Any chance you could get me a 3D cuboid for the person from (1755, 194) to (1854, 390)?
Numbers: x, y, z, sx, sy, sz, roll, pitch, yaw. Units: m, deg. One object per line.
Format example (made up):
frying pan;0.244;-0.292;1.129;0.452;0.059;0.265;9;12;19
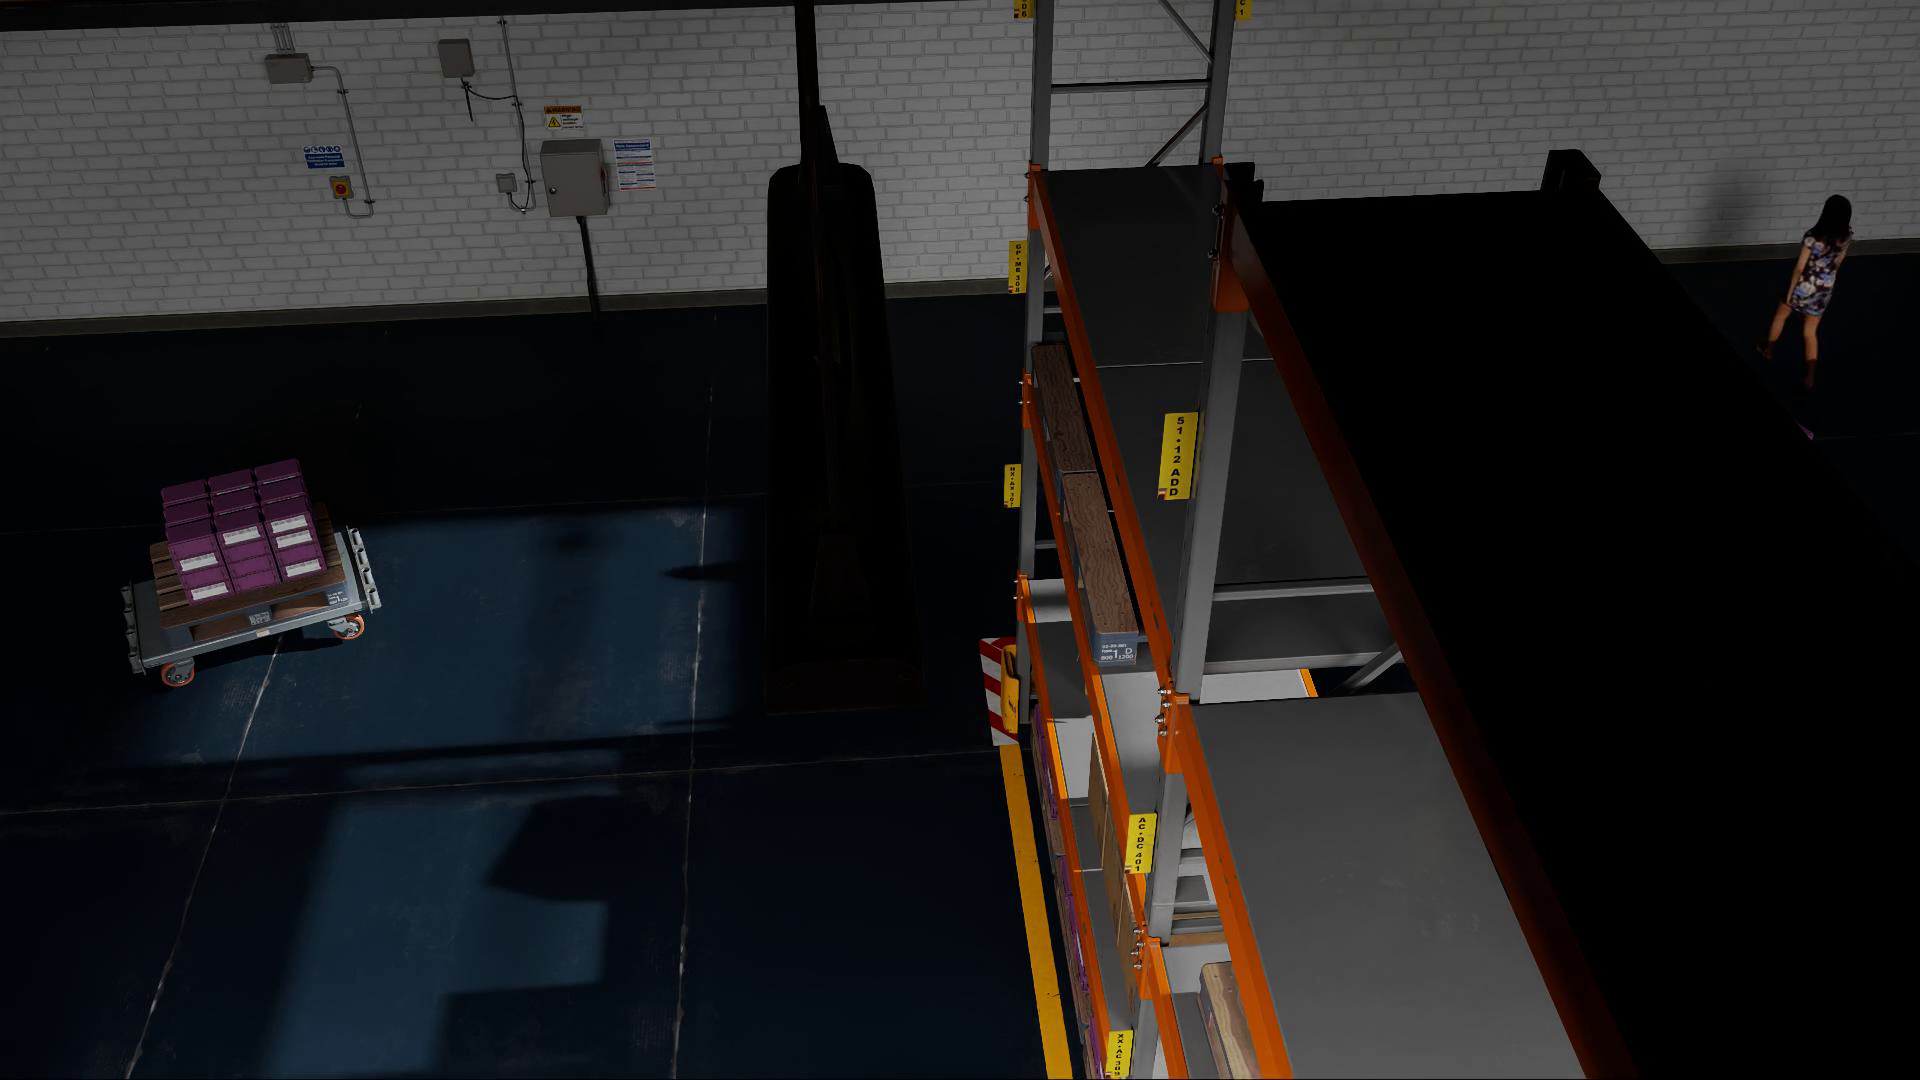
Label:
person;7.242;-2.075;14.086;0.658;1.700;1.109;0;39;1
